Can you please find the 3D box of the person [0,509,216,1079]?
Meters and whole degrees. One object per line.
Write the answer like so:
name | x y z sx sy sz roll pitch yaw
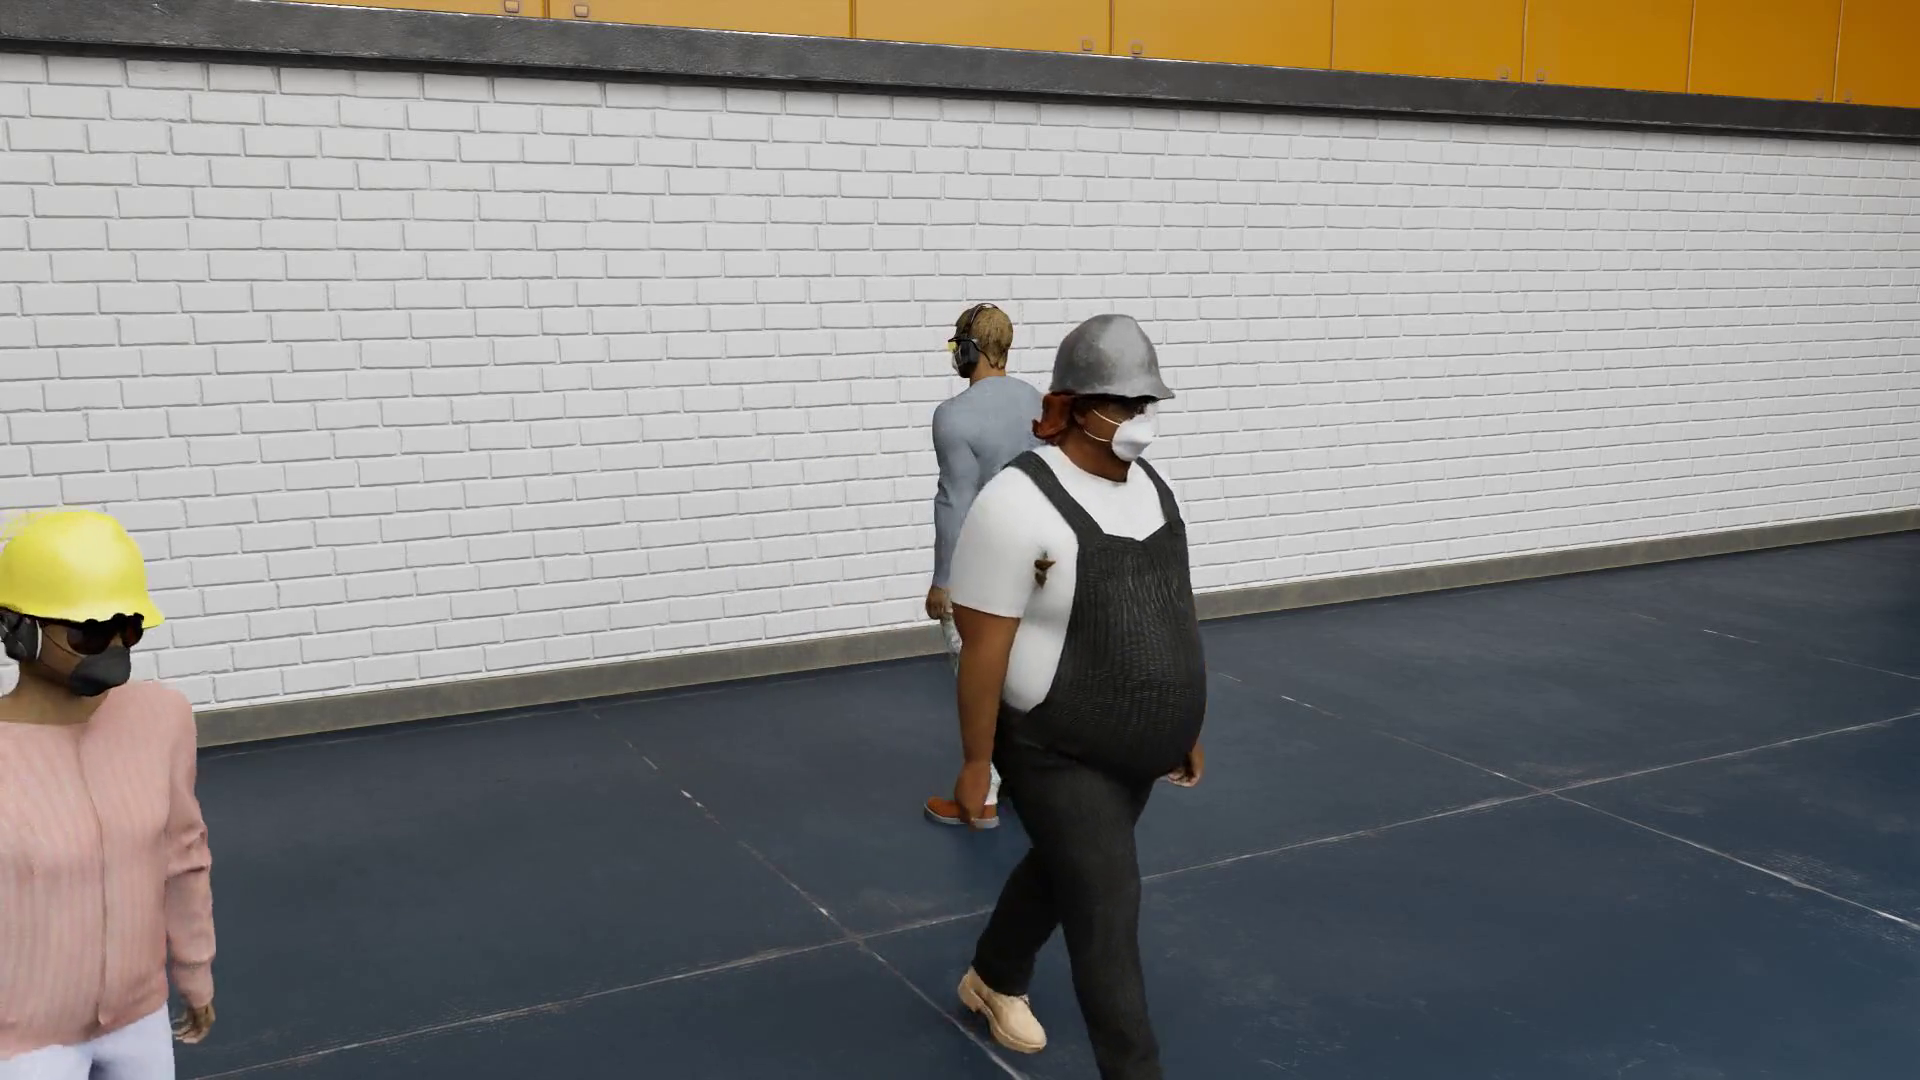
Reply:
person | -1.545 0.790 2.787 0.711 1.735 0.558 5 11 26

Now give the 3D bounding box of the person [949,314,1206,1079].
person | 0.288 0.407 4.098 1.024 2.000 0.698 9 13 43

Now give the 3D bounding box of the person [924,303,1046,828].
person | 0.091 0.097 6.180 0.372 1.940 0.632 7 12 34
